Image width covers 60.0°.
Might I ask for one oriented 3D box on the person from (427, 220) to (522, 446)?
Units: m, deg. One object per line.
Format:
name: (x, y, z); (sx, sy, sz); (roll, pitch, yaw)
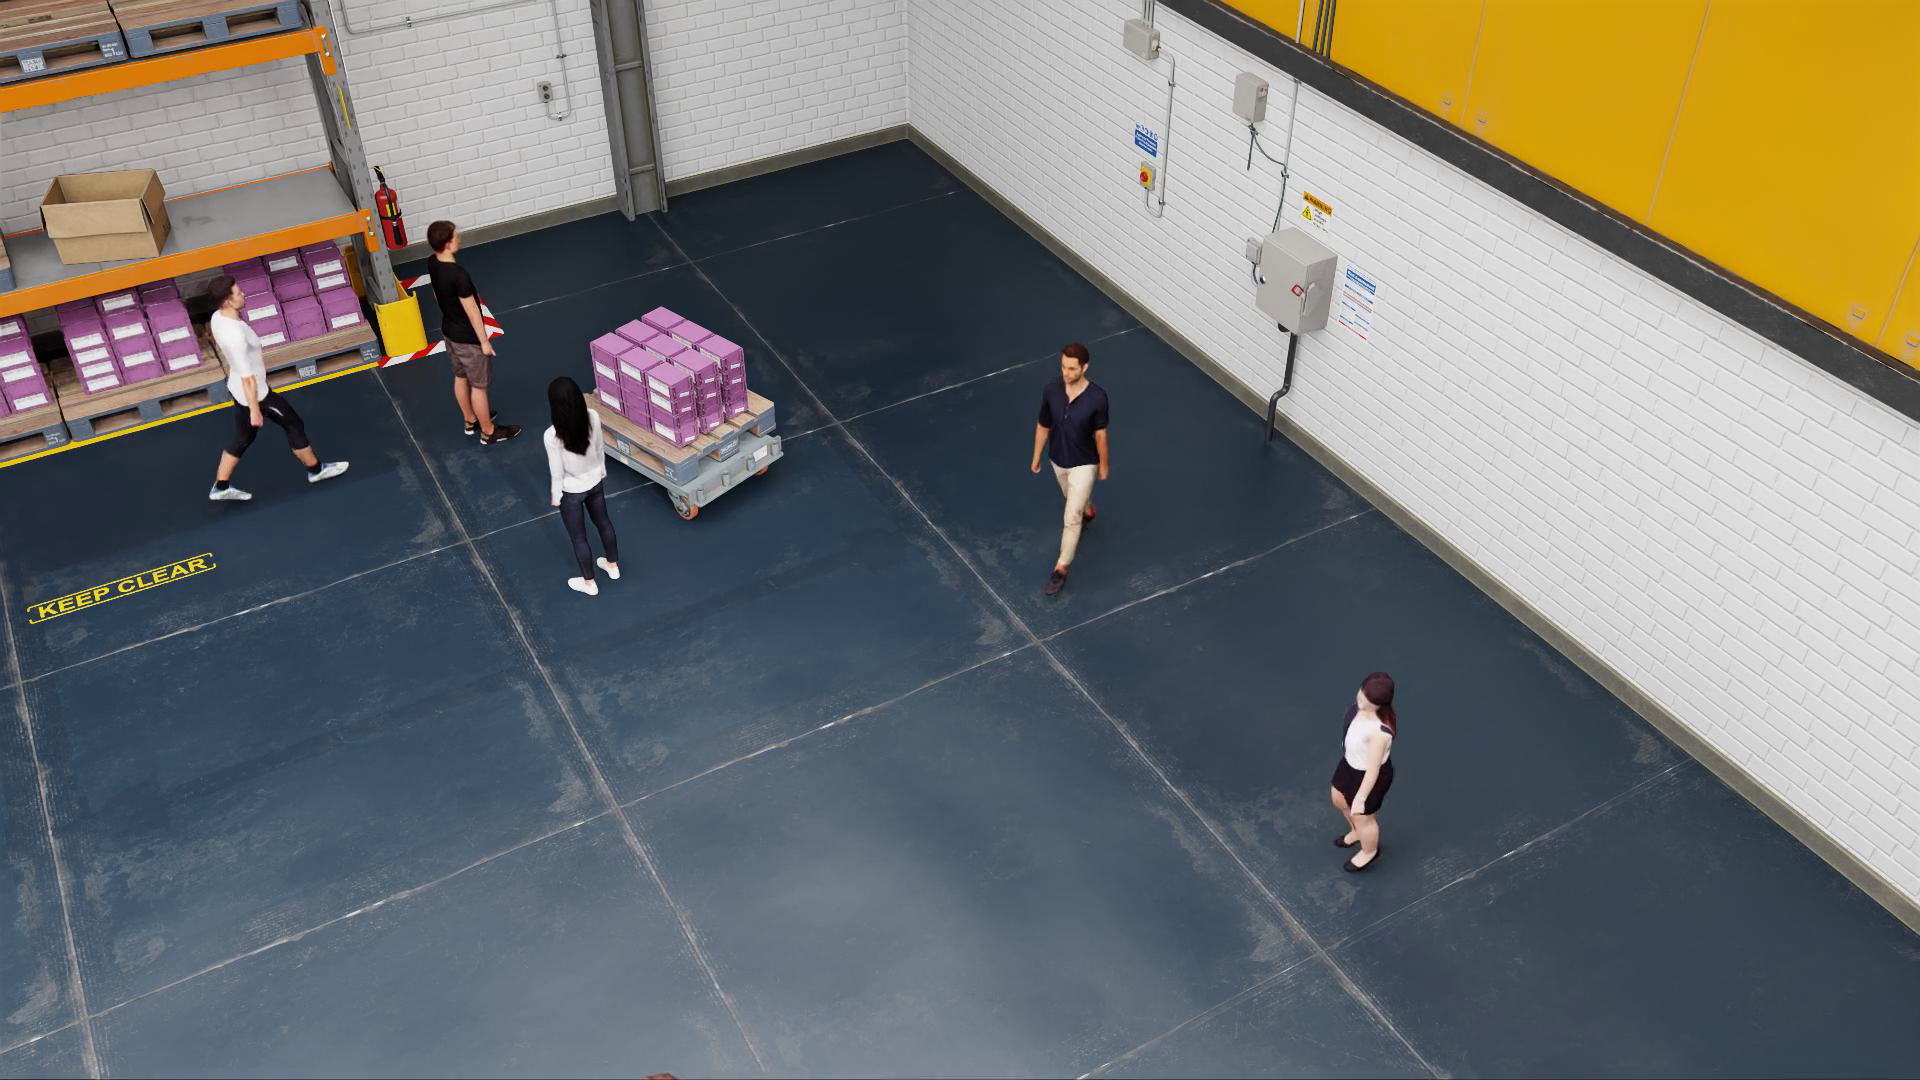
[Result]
person: (-3.757, -1.574, 12.560); (0.731, 1.862, 0.678); (31, 48, 33)

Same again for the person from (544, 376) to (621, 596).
person: (-2.551, -0.372, 11.185); (0.756, 1.701, 0.629); (25, 45, 28)

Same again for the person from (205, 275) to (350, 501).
person: (-5.171, -1.030, 11.915); (1.259, 1.816, 0.783); (-25, 45, -28)

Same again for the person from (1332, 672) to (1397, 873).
person: (2.278, 1.286, 9.178); (0.724, 1.613, 0.687); (4, 39, 5)

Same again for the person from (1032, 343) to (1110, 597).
person: (0.817, -0.591, 11.367); (1.050, 1.815, 1.275); (21, 43, 24)
